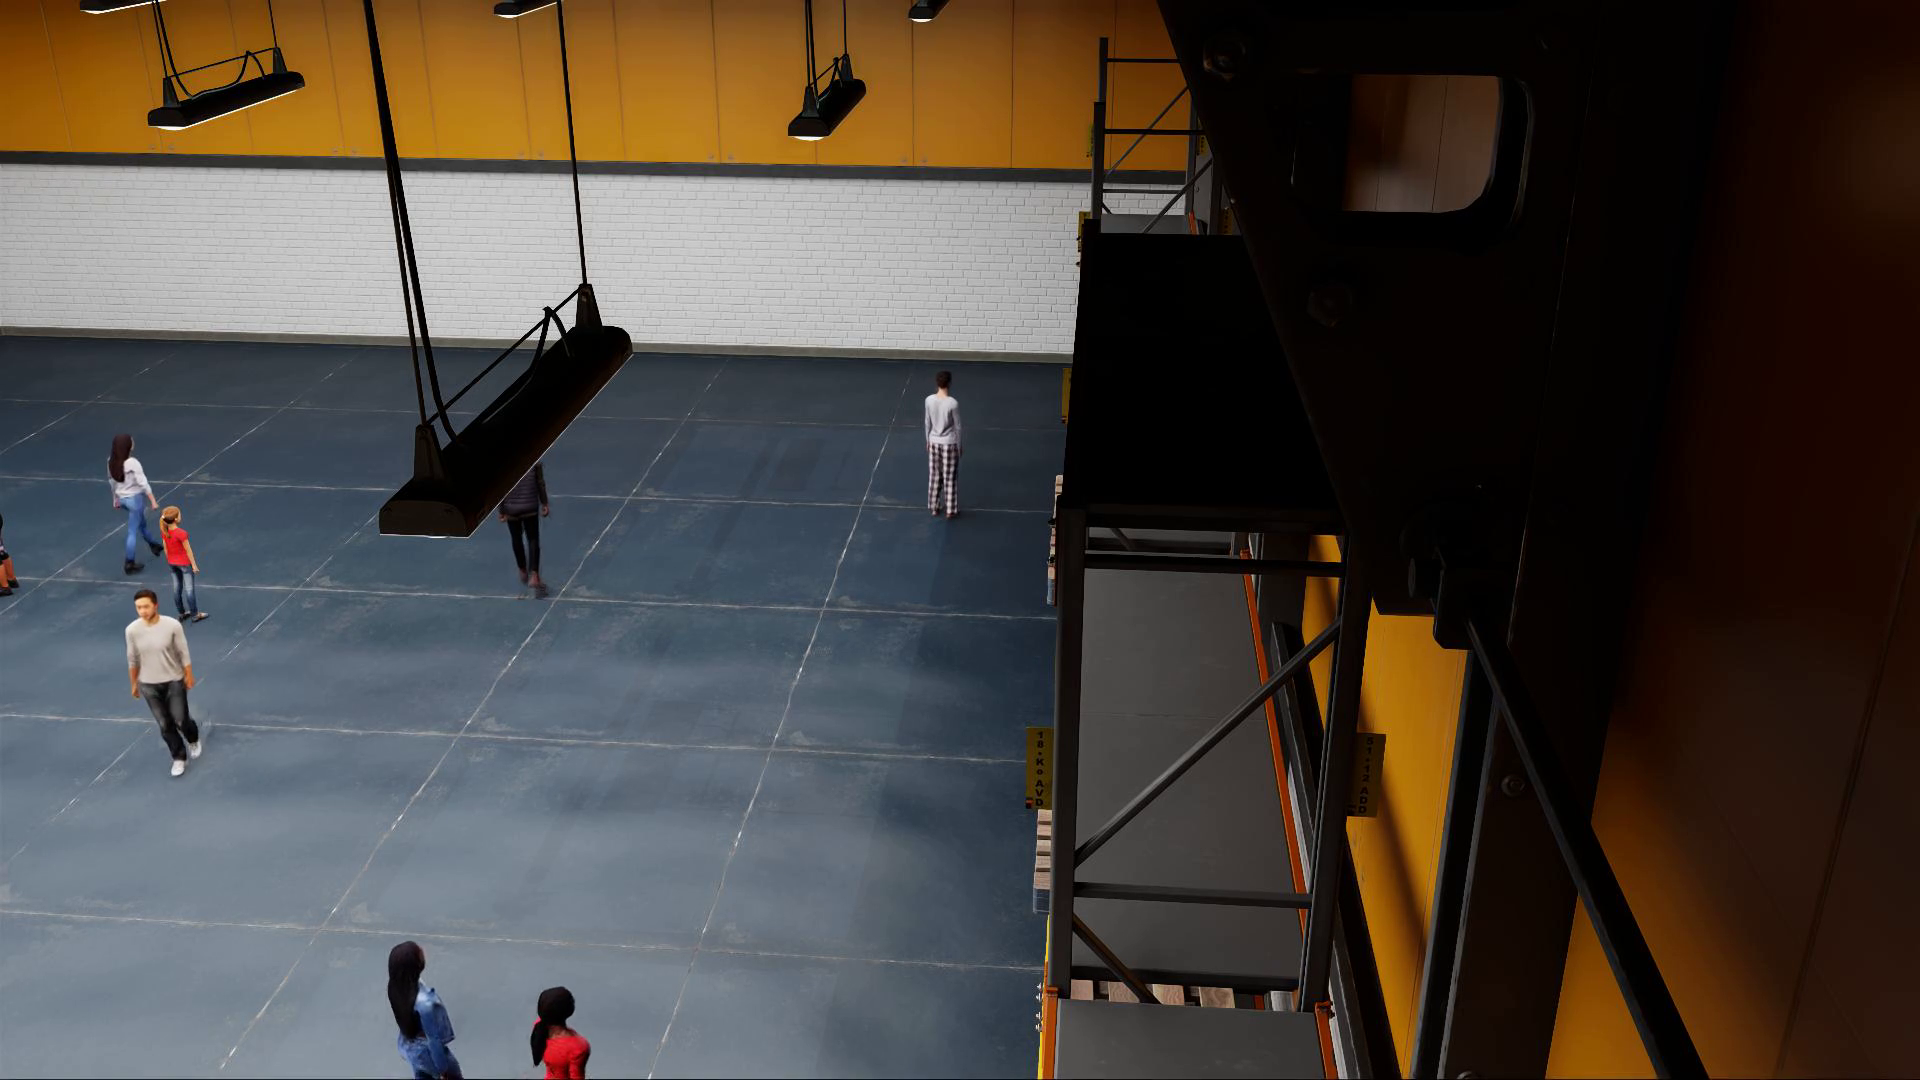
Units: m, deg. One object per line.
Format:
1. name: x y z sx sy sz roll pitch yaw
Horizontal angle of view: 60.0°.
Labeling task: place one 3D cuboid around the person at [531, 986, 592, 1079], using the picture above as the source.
1. person: -2.446 3.452 9.929 0.993 1.746 1.209 16 28 32

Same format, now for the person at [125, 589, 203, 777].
1. person: -7.143 1.229 14.948 0.749 1.798 0.790 -4 24 -9

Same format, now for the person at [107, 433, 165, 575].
1. person: -9.483 -0.386 18.897 0.831 1.595 1.032 10 26 22

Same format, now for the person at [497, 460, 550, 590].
1. person: -4.865 -0.291 18.427 0.931 1.797 1.133 -5 24 -12

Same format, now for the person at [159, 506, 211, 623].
1. person: -8.348 0.252 17.793 0.527 1.309 0.529 7 25 16

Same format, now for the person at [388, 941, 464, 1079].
1. person: -3.415 3.273 10.388 0.807 1.705 0.871 22 32 40

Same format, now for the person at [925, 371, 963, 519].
1. person: -0.204 -1.174 20.386 0.703 1.847 0.672 11 26 24
